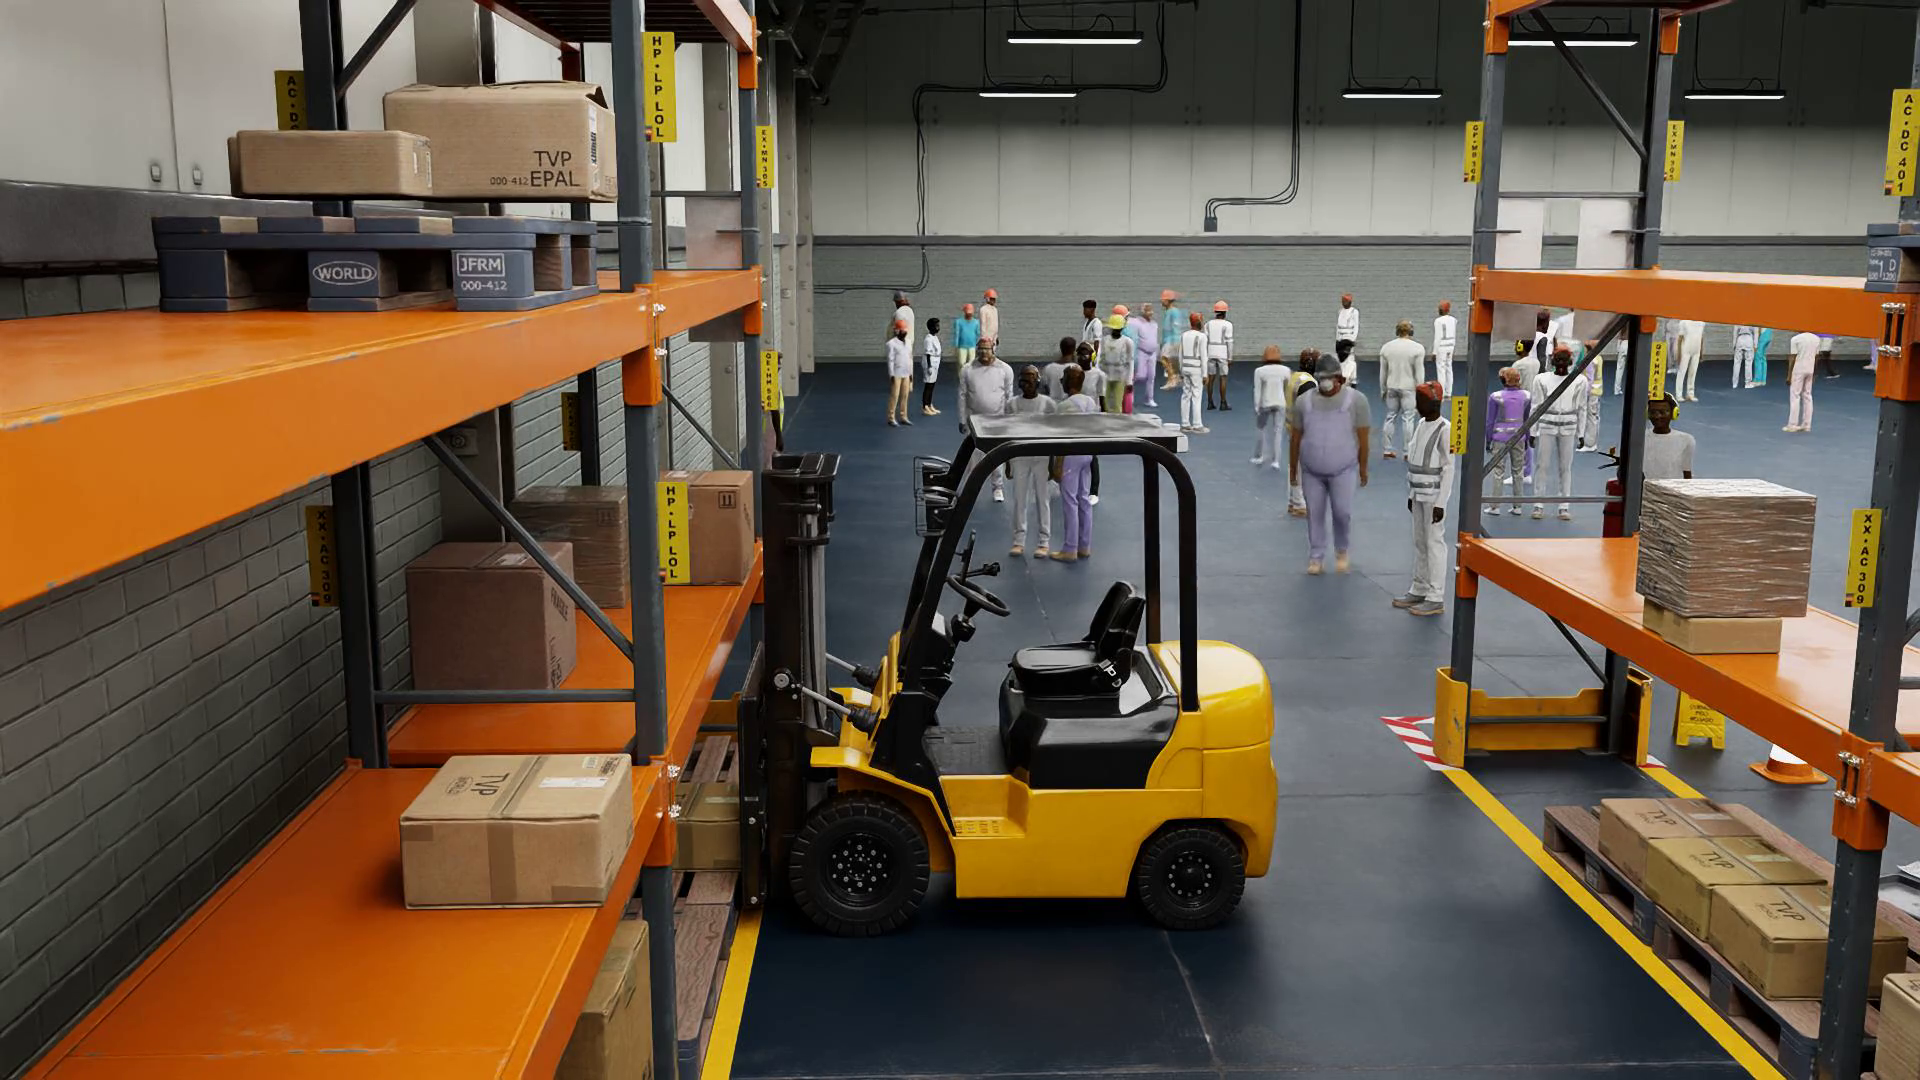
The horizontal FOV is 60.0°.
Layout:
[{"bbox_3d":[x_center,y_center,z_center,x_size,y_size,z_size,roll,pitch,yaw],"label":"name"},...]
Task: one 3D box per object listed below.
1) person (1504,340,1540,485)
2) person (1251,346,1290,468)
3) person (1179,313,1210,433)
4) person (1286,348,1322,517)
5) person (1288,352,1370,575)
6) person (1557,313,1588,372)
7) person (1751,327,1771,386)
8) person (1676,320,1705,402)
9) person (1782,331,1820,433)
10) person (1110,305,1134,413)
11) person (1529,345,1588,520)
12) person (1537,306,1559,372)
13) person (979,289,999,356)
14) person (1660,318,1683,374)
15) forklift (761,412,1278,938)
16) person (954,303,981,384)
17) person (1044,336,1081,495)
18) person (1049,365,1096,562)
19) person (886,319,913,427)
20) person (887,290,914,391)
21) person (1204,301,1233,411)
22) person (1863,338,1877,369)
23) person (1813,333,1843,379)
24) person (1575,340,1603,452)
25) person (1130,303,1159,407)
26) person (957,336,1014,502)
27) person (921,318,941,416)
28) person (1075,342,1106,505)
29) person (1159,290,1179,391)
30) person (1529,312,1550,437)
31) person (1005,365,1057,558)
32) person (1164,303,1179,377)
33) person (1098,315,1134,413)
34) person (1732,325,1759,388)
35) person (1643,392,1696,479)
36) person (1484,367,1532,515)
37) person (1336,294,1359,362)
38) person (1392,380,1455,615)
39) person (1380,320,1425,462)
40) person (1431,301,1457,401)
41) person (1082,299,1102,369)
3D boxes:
[{"bbox_3d":[6.912,-1.608,20.497,0.514,1.872,0.324,-9,13,-40],"label":"person"},{"bbox_3d":[4.137,-1.775,22.163,0.517,1.606,0.718,0,10,-2],"label":"person"},{"bbox_3d":[3.667,-2.614,26.061,0.362,1.882,0.576,-7,12,-33],"label":"person"},{"bbox_3d":[3.780,-1.169,18.156,0.429,1.838,0.623,0,10,0],"label":"person"},{"bbox_3d":[3.275,-0.684,14.869,0.710,2.000,0.536,4,11,22],"label":"person"},{"bbox_3d":[11.623,-3.616,31.587,0.778,1.895,0.632,-9,14,-42],"label":"person"},{"bbox_3d":[16.636,-4.109,34.531,0.517,1.836,0.348,-10,14,-43],"label":"person"},{"bbox_3d":[13.636,-3.490,31.045,0.514,1.844,0.327,-2,10,-10],"label":"person"},{"bbox_3d":[13.216,-2.595,26.102,0.501,1.839,0.341,-3,11,-16],"label":"person"},{"bbox_3d":[2.566,-2.735,26.447,0.391,1.987,0.608,-1,10,-7],"label":"person"},{"bbox_3d":[6.439,-1.156,17.936,0.584,1.882,0.347,3,10,14],"label":"person"},{"bbox_3d":[10.626,-3.362,30.380,0.566,1.834,0.404,1,10,3],"label":"person"},{"bbox_3d":[0.627,-4.263,34.936,0.377,1.995,0.608,6,12,29],"label":"person"},{"bbox_3d":[16.170,-4.637,37.779,0.492,1.723,0.629,9,14,42],"label":"person"},{"bbox_3d":[0.291,0.548,7.580,2.313,2.155,1.214,0,10,-2],"label":"forklift"},{"bbox_3d":[0.164,-4.014,34.251,0.590,1.732,0.404,-3,11,-16],"label":"person"},{"bbox_3d":[1.208,-1.437,19.503,0.600,1.895,0.667,8,13,38],"label":"person"},{"bbox_3d":[1.062,-0.720,15.614,0.341,1.846,0.510,8,13,38],"label":"person"},{"bbox_3d":[-0.949,-2.709,26.996,0.374,1.738,0.560,8,13,39],"label":"person"},{"bbox_3d":[-1.187,-3.956,33.099,0.537,2.000,0.683,3,11,19],"label":"person"},{"bbox_3d":[4.600,-3.270,29.562,0.547,1.938,0.377,8,13,37],"label":"person"},{"bbox_3d":[21.474,-4.918,39.041,0.342,1.839,0.501,6,12,30],"label":"person"},{"bbox_3d":[18.901,-4.479,36.355,0.992,1.930,0.600,-3,10,-14],"label":"person"},{"bbox_3d":[8.985,-2.064,23.685,0.313,1.637,0.513,7,12,33],"label":"person"},{"bbox_3d":[3.339,-3.370,30.259,0.694,1.887,0.545,-7,12,-34],"label":"person"},{"bbox_3d":[0.293,-1.388,19.166,0.651,1.907,0.409,1,10,3],"label":"person"},{"bbox_3d":[-0.493,-2.991,28.710,0.322,1.691,0.533,2,10,11],"label":"person"},{"bbox_3d":[1.416,-1.326,18.963,0.510,1.862,0.329,7,12,32],"label":"person"},{"bbox_3d":[4.147,-3.989,33.326,0.468,2.022,0.628,-2,10,-11],"label":"person"},{"bbox_3d":[8.861,-2.546,25.613,0.397,1.911,0.588,0,10,-1],"label":"person"},{"bbox_3d":[0.663,-0.741,15.774,0.501,1.839,0.342,3,10,14],"label":"person"},{"bbox_3d":[4.705,-4.435,36.932,0.280,1.627,0.498,2,10,11],"label":"person"},{"bbox_3d":[2.348,-2.446,25.109,0.642,1.897,0.522,7,12,34],"label":"person"},{"bbox_3d":[16.127,-3.994,34.140,0.492,1.743,0.295,9,14,41],"label":"person"},{"bbox_3d":[5.309,-0.209,12.704,0.532,1.868,0.310,5,12,28],"label":"person"},{"bbox_3d":[5.992,-1.075,18.194,0.514,1.633,0.313,-1,10,-6],"label":"person"},{"bbox_3d":[8.211,-4.287,35.374,0.356,1.887,0.572,-6,12,-29],"label":"person"},{"bbox_3d":[3.767,-0.343,13.401,0.356,1.887,0.572,-2,10,-10],"label":"person"},{"bbox_3d":[6.031,-2.039,22.737,0.630,1.933,0.364,9,13,40],"label":"person"},{"bbox_3d":[9.085,-3.547,31.264,0.575,1.882,0.359,-8,13,-36],"label":"person"},{"bbox_3d":[2.367,-3.351,29.968,0.373,1.957,0.596,-2,10,-13],"label":"person"}]
